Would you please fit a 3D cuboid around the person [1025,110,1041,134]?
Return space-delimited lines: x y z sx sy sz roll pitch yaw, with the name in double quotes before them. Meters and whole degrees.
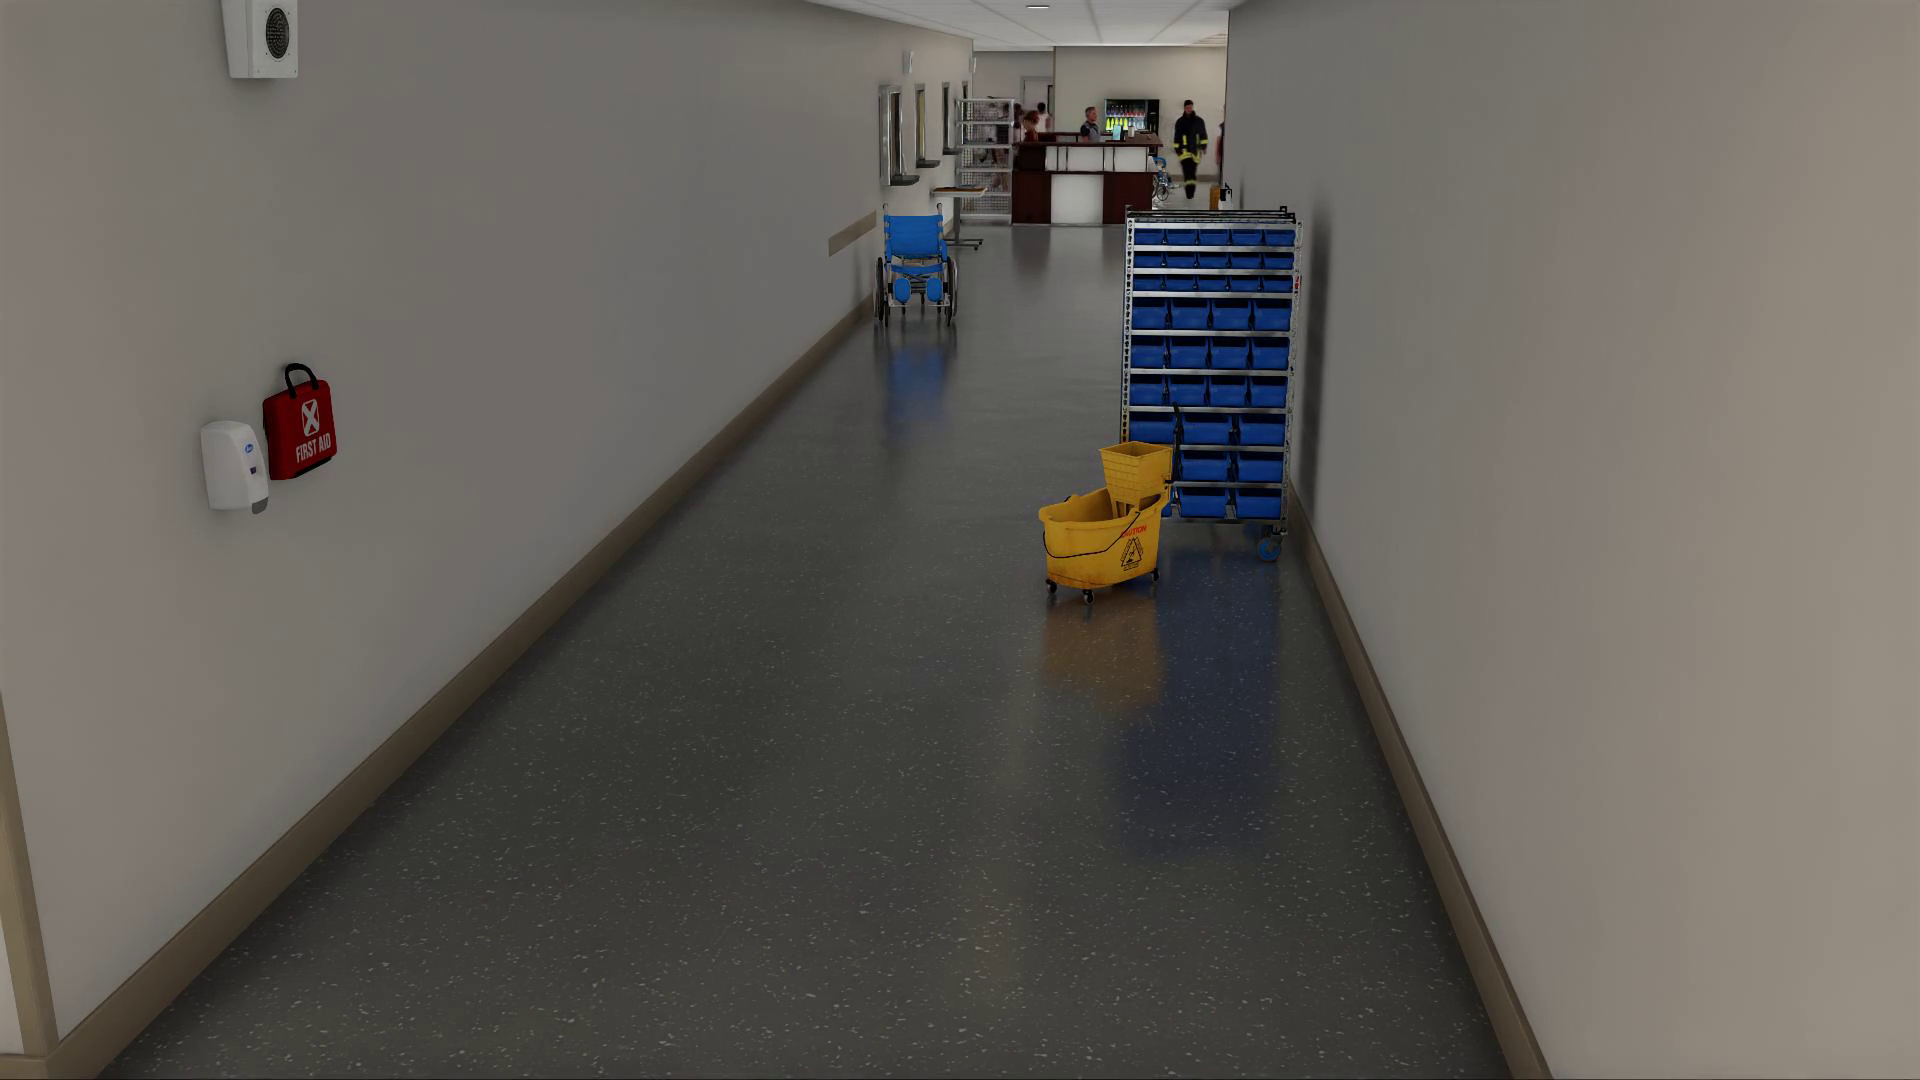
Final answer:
"person" 1.340 -7.598 32.798 0.778 1.701 0.739 -2 16 -8

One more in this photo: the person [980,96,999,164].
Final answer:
"person" 0.856 -10.854 44.233 1.148 1.764 1.084 12 20 36

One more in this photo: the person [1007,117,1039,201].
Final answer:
"person" 1.412 -7.054 31.079 1.017 1.588 0.601 2 16 7

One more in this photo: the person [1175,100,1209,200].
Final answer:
"person" 4.513 -7.655 32.687 1.246 1.871 0.960 -1 16 -2

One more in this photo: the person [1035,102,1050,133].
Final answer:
"person" 2.012 -10.259 42.294 0.951 1.670 0.916 8 18 27

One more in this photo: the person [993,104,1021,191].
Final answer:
"person" 0.918 -7.948 33.829 0.832 1.816 0.924 11 19 35

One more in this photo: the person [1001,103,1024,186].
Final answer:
"person" 1.060 -8.156 34.589 0.954 1.804 0.809 -3 16 -9

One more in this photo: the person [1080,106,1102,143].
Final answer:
"person" 2.347 -6.945 30.246 0.722 1.830 0.765 8 18 27
